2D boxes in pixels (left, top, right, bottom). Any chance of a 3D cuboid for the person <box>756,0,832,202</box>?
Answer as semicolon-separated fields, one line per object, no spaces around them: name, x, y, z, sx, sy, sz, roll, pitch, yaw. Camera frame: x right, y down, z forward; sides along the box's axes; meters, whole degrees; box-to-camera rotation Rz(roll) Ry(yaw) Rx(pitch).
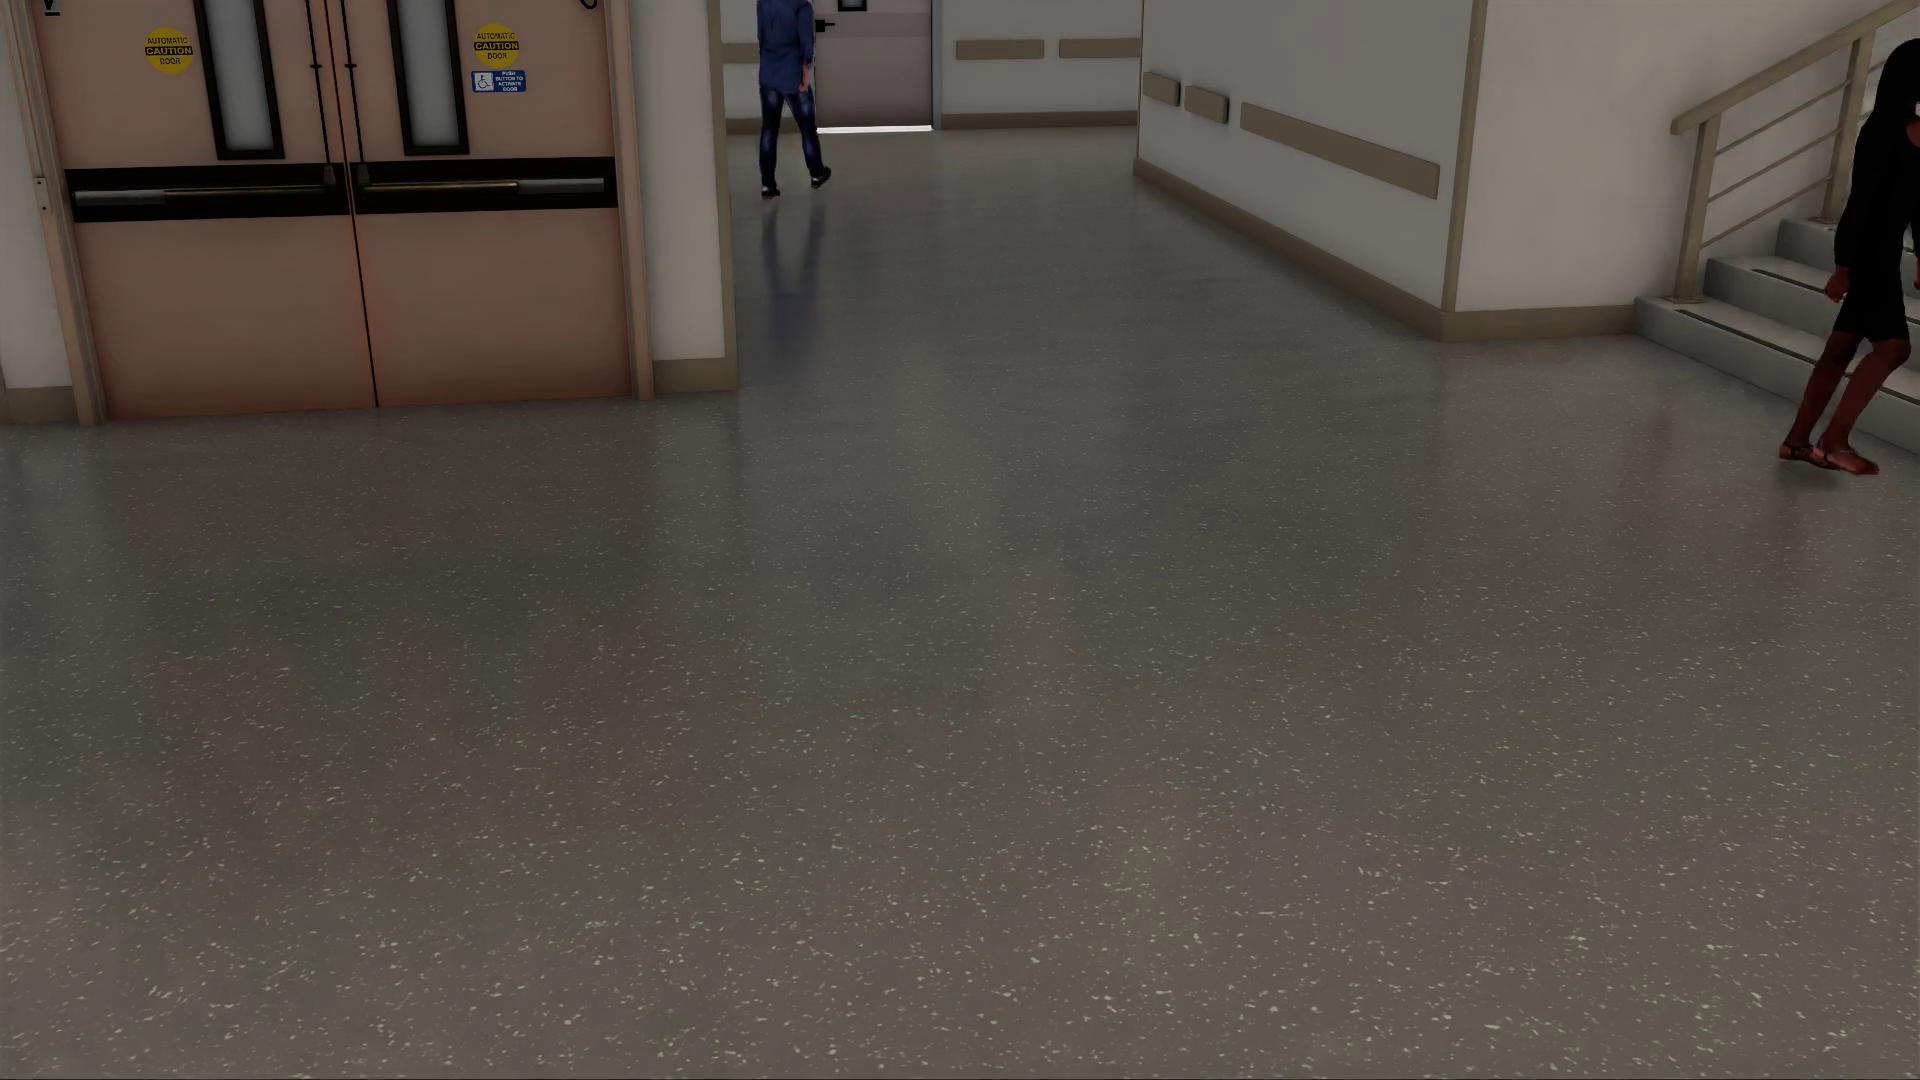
person;-1.395;-3.517;12.903;1.206;1.778;1.146;7;22;17

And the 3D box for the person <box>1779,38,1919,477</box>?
person;3.559;-1.109;6.662;0.779;1.696;0.852;-17;27;-38
